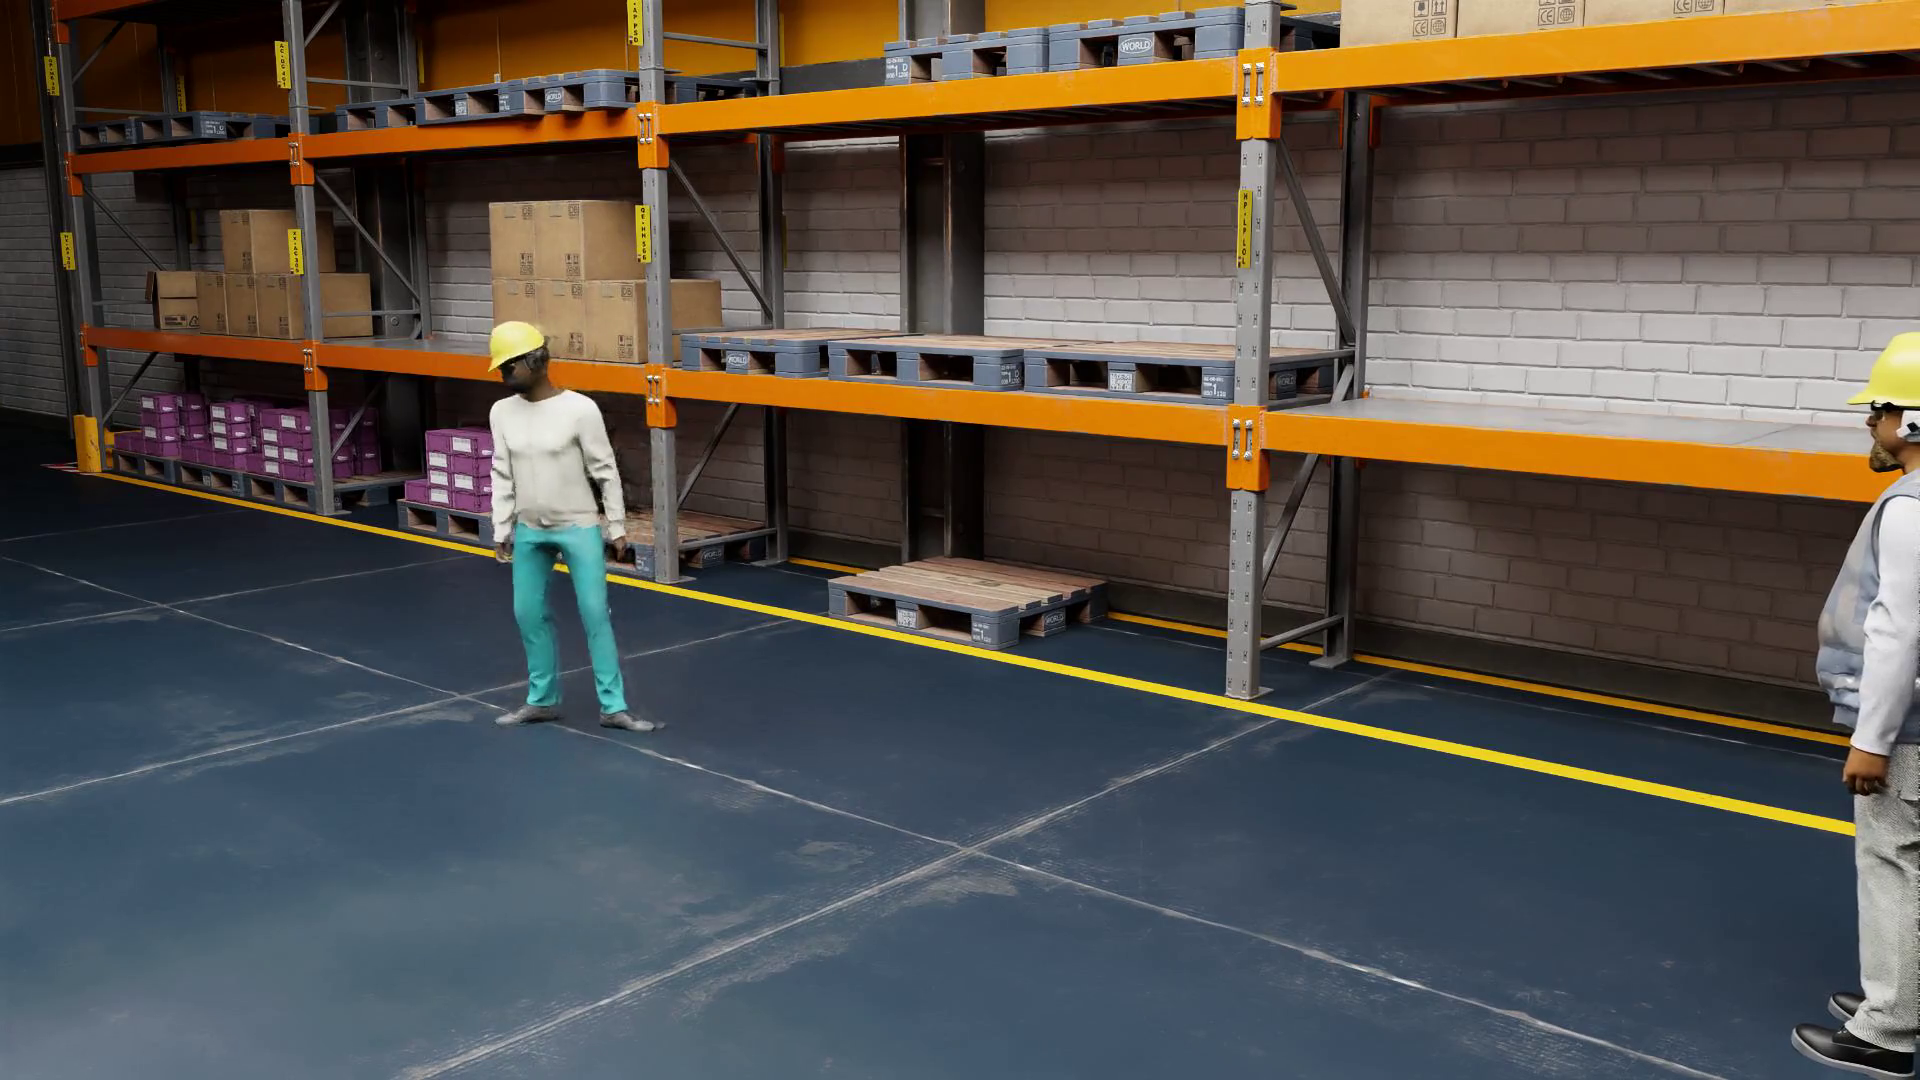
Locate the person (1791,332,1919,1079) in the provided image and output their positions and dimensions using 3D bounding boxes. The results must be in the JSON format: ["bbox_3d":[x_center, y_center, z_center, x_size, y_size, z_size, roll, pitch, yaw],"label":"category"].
[{"bbox_3d":[2.322,0.409,4.088,0.404,1.824,0.586,9,13,41],"label":"person"}]

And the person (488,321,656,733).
[{"bbox_3d":[-1.620,-0.029,6.867,0.687,1.730,0.352,3,10,18],"label":"person"}]
